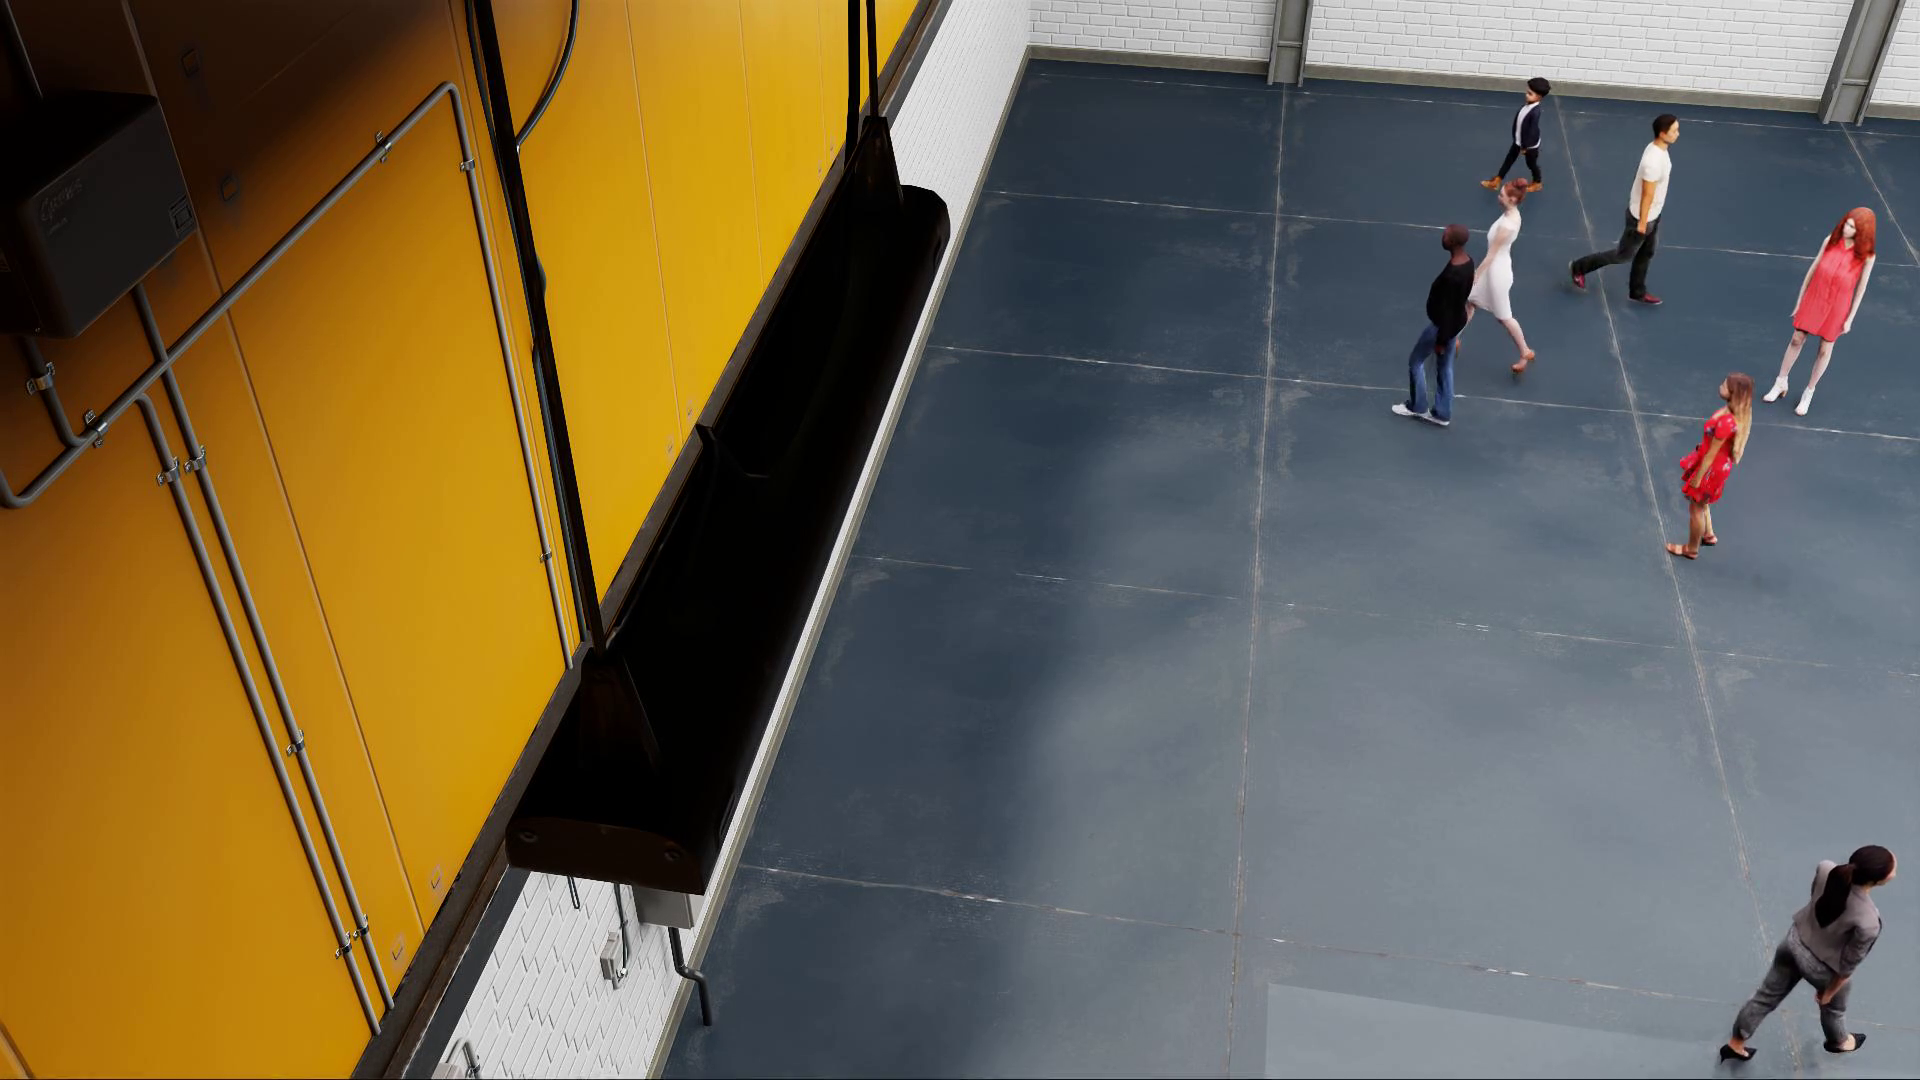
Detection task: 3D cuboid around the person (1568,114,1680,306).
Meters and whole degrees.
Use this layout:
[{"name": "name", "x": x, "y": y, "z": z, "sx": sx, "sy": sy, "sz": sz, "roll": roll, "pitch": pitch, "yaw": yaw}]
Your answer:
[{"name": "person", "x": 5.925, "y": -2.907, "z": 14.652, "sx": 1.162, "sy": 1.778, "sz": 0.862, "roll": 17, "pitch": 42, "yaw": 20}]

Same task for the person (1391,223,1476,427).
[{"name": "person", "x": 3.913, "y": -1.652, "z": 13.118, "sx": 0.822, "sy": 1.731, "sz": 0.758, "roll": 23, "pitch": 44, "yaw": 26}]

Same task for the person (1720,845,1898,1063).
[{"name": "person", "x": 4.244, "y": 2.151, "z": 8.431, "sx": 1.127, "sy": 1.637, "sz": 0.910, "roll": -10, "pitch": 40, "yaw": -12}]

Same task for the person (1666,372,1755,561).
[{"name": "person", "x": 5.408, "y": -0.476, "z": 11.762, "sx": 0.791, "sy": 1.584, "sz": 0.722, "roll": 27, "pitch": 46, "yaw": 30}]

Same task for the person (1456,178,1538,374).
[{"name": "person", "x": 4.505, "y": -2.109, "z": 13.673, "sx": 1.102, "sy": 1.753, "sz": 0.692, "roll": 14, "pitch": 41, "yaw": 17}]

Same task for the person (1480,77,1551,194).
[{"name": "person", "x": 5.667, "y": -3.979, "z": 16.461, "sx": 0.910, "sy": 1.195, "sz": 0.646, "roll": -3, "pitch": 39, "yaw": -4}]

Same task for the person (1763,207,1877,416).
[{"name": "person", "x": 6.918, "y": -1.847, "z": 13.286, "sx": 0.733, "sy": 1.826, "sz": 0.642, "roll": -30, "pitch": 48, "yaw": -32}]
